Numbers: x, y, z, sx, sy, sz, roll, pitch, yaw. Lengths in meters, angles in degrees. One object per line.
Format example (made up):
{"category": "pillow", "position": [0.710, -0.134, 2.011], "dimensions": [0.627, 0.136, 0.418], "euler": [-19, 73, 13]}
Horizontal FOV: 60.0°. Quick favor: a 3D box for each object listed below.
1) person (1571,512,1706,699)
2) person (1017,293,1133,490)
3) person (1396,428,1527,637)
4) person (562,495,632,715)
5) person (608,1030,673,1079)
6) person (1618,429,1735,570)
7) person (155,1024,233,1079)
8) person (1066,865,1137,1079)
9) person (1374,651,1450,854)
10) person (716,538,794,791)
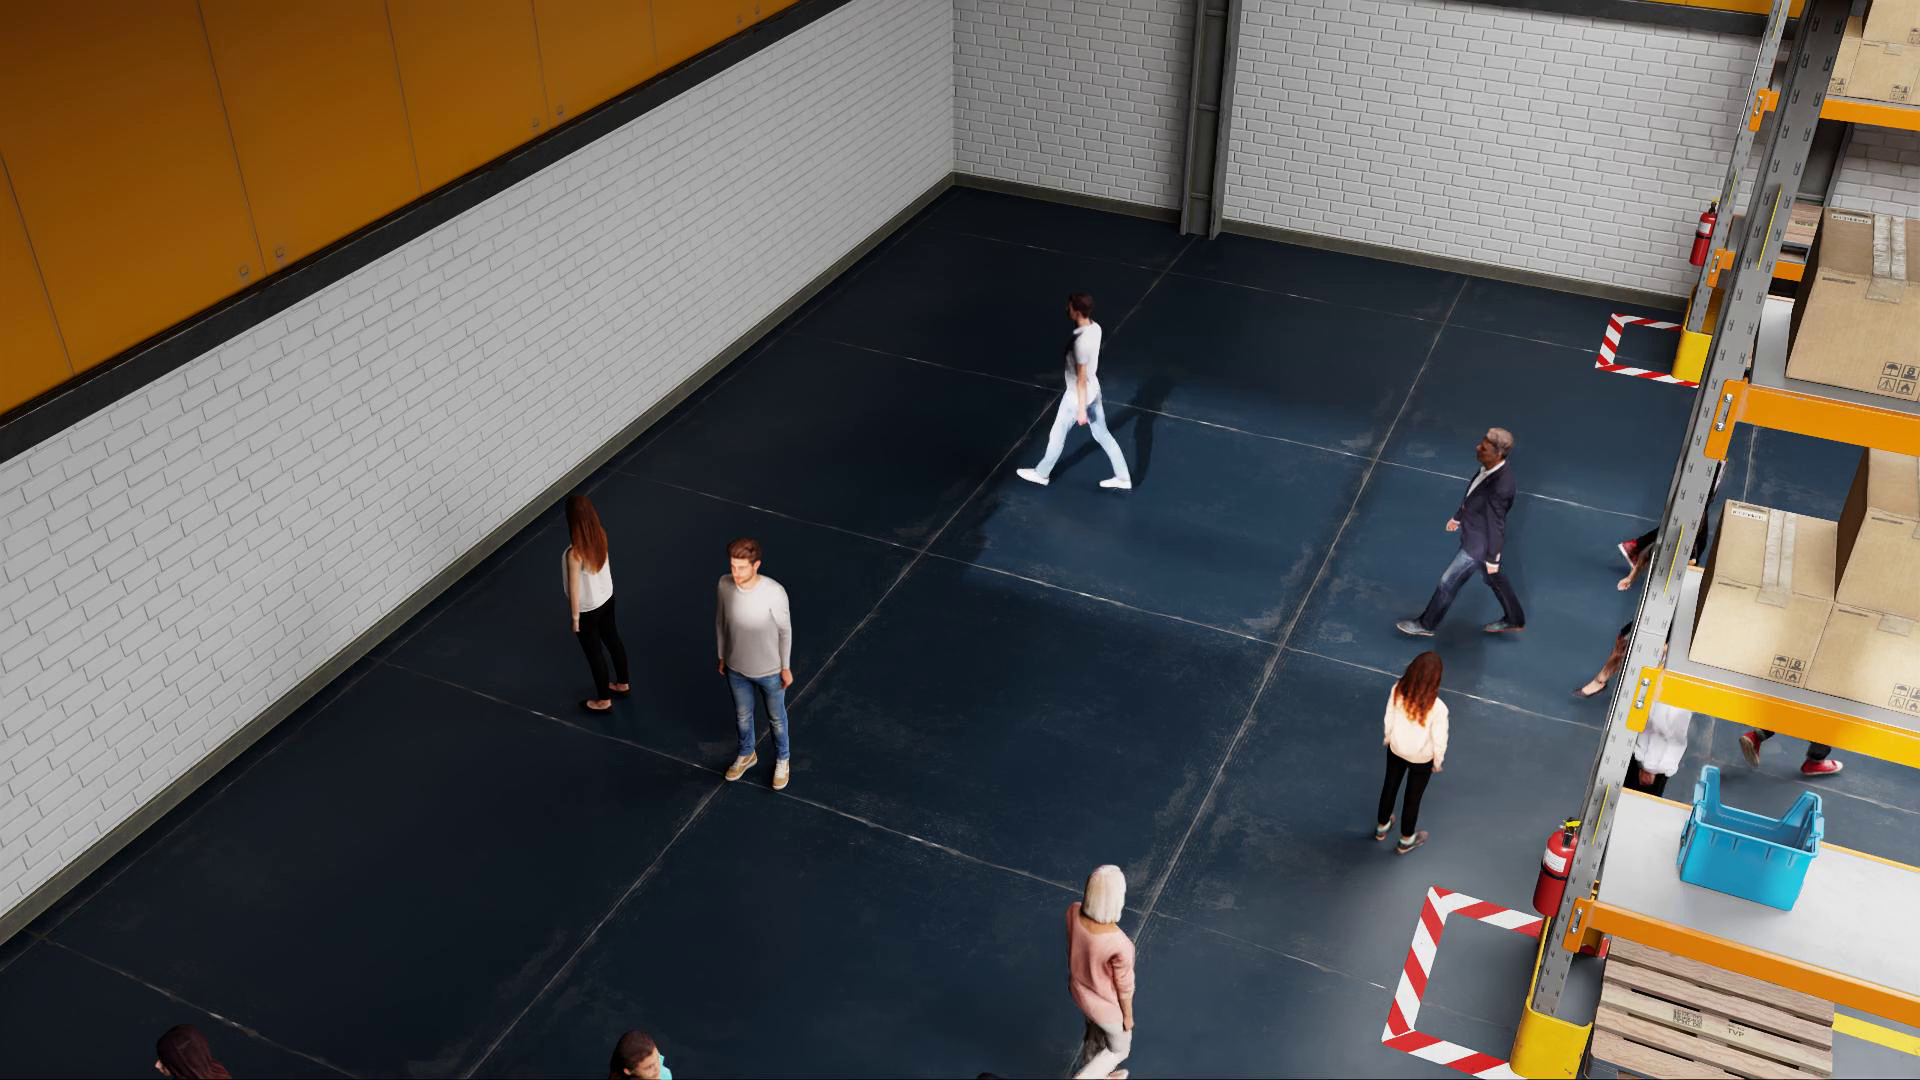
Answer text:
{"category": "person", "position": [4.899, 0.463, 11.393], "dimensions": [1.149, 1.740, 0.802], "euler": [6, 34, 10]}
{"category": "person", "position": [1.107, -1.159, 13.780], "dimensions": [1.230, 1.800, 0.739], "euler": [12, 36, 18]}
{"category": "person", "position": [3.880, -0.010, 12.075], "dimensions": [1.194, 1.774, 0.829], "euler": [8, 34, 11]}
{"category": "person", "position": [-2.512, 0.440, 11.446], "dimensions": [0.496, 1.720, 0.565], "euler": [13, 36, 19]}
{"category": "person", "position": [-1.551, 2.883, 7.953], "dimensions": [1.011, 1.517, 0.563], "euler": [13, 36, 18]}
{"category": "person", "position": [5.517, -0.326, 12.660], "dimensions": [1.107, 1.651, 0.776], "euler": [25, 41, 32]}
{"category": "person", "position": [-3.536, 2.882, 7.873], "dimensions": [0.556, 1.608, 0.712], "euler": [24, 41, 32]}
{"category": "person", "position": [0.666, 2.375, 8.541], "dimensions": [0.893, 1.714, 0.911], "euler": [-23, 40, -30]}
{"category": "person", "position": [2.808, 1.305, 10.357], "dimensions": [0.549, 1.484, 0.691], "euler": [29, 43, 36]}
{"category": "person", "position": [-1.323, 0.784, 10.763], "dimensions": [0.560, 1.902, 0.766], "euler": [9, 35, 13]}
